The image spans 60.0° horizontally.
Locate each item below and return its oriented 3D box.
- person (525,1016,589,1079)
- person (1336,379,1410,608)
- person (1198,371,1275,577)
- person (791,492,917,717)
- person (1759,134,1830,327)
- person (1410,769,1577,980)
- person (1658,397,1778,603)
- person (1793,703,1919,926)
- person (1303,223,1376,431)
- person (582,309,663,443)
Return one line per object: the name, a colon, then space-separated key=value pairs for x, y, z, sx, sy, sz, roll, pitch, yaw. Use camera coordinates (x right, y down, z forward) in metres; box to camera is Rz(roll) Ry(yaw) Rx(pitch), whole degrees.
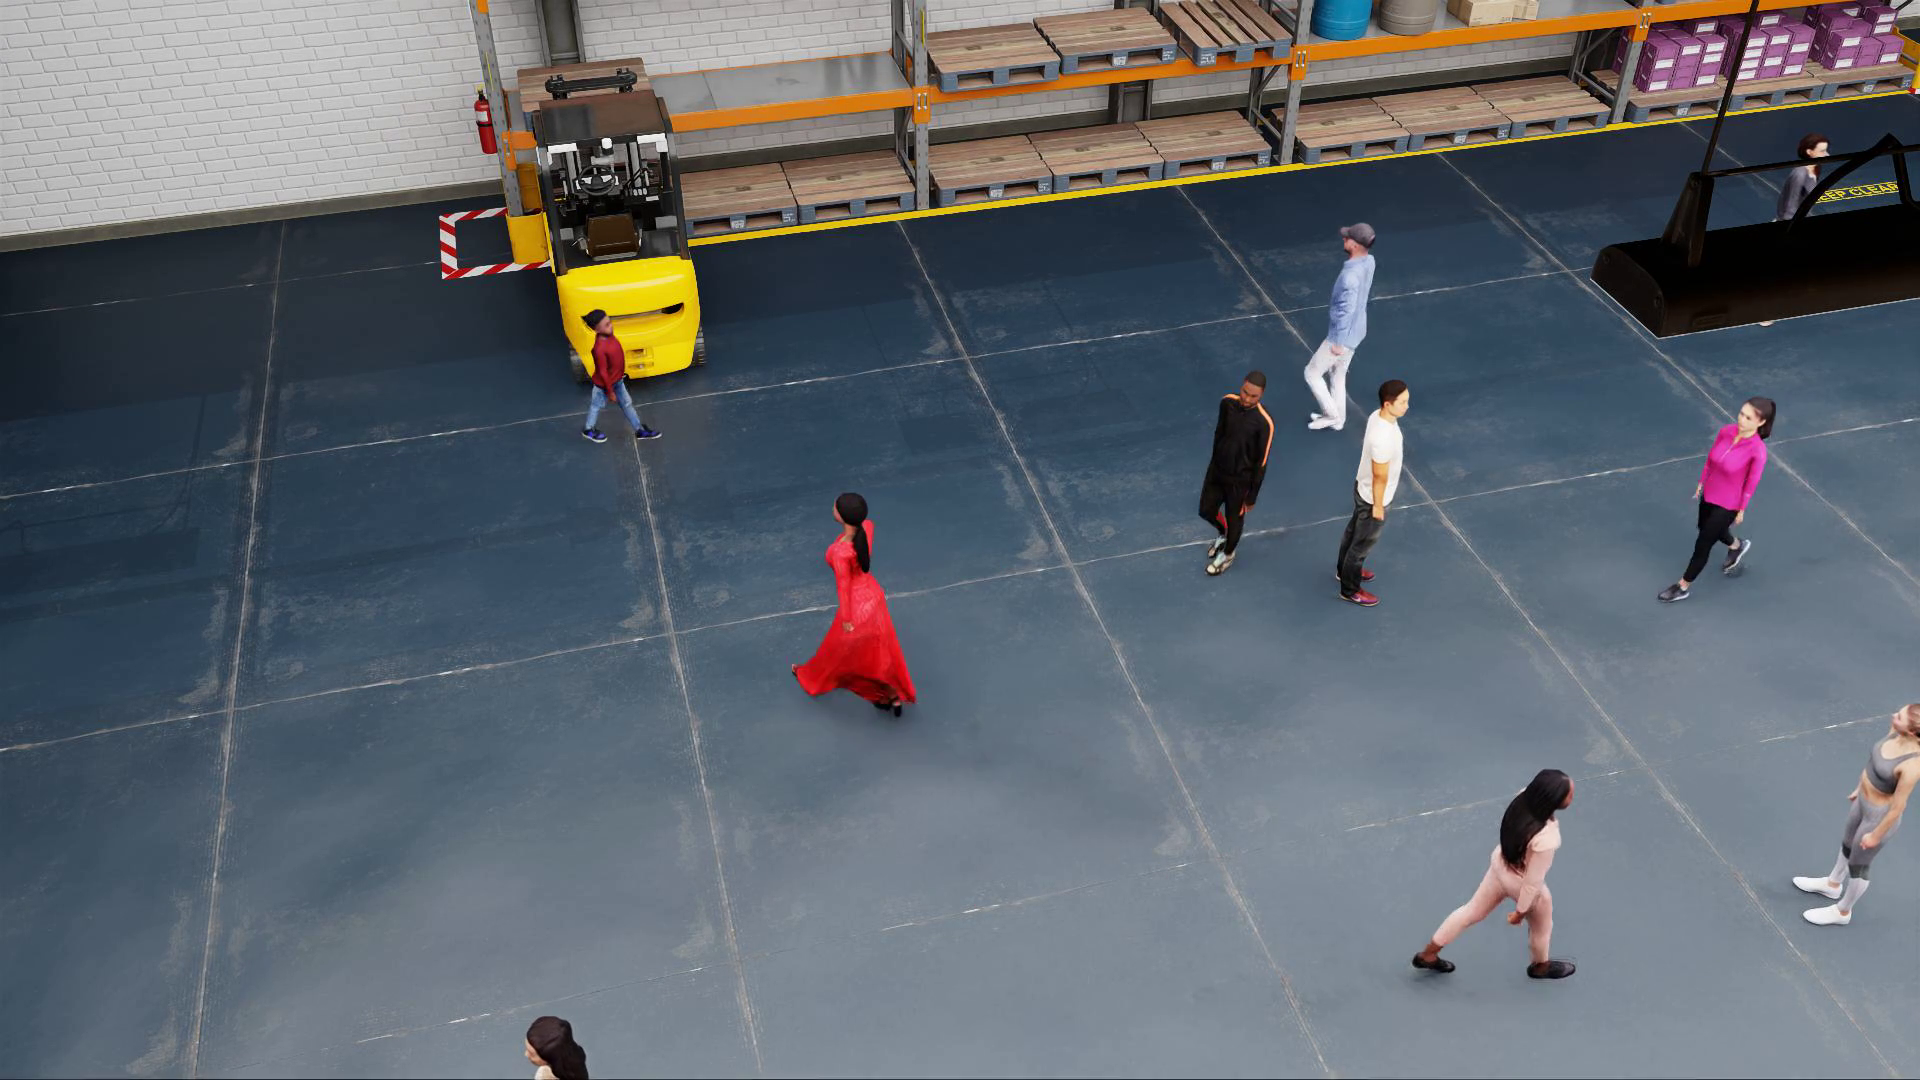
person: x=-1.798 y=2.796 z=7.869 sx=0.529 sy=1.734 sz=0.558 roll=-11 pitch=40 yaw=-14
person: x=2.912 y=-0.356 z=11.771 sx=0.691 sy=1.800 sz=0.717 roll=6 pitch=39 yaw=8
person: x=2.046 y=-0.508 z=11.960 sx=0.829 sy=1.792 sz=0.800 roll=-28 pitch=46 yaw=-31
person: x=-0.585 y=0.472 z=10.785 sx=1.195 sy=1.737 sz=1.112 roll=18 pitch=42 yaw=21
person: x=7.371 y=-2.789 z=14.835 sx=0.744 sy=1.767 sz=0.668 roll=23 pitch=44 yaw=26
person: x=2.948 y=1.865 z=9.080 sx=1.189 sy=1.677 sz=0.767 roll=-2 pitch=39 yaw=-3
person: x=5.475 y=-0.302 z=11.802 sx=1.060 sy=1.677 sz=0.656 roll=-14 pitch=41 yaw=-17
person: x=5.210 y=1.548 z=9.455 sx=0.647 sy=1.705 sz=0.633 roll=7 pitch=39 yaw=9
person: x=3.144 y=-1.648 z=13.318 sx=0.845 sy=1.879 sz=0.776 roll=22 pitch=44 yaw=25
person: x=-2.898 y=-1.295 z=13.397 sx=0.950 sy=1.228 sz=0.741 roll=6 pitch=39 yaw=7
